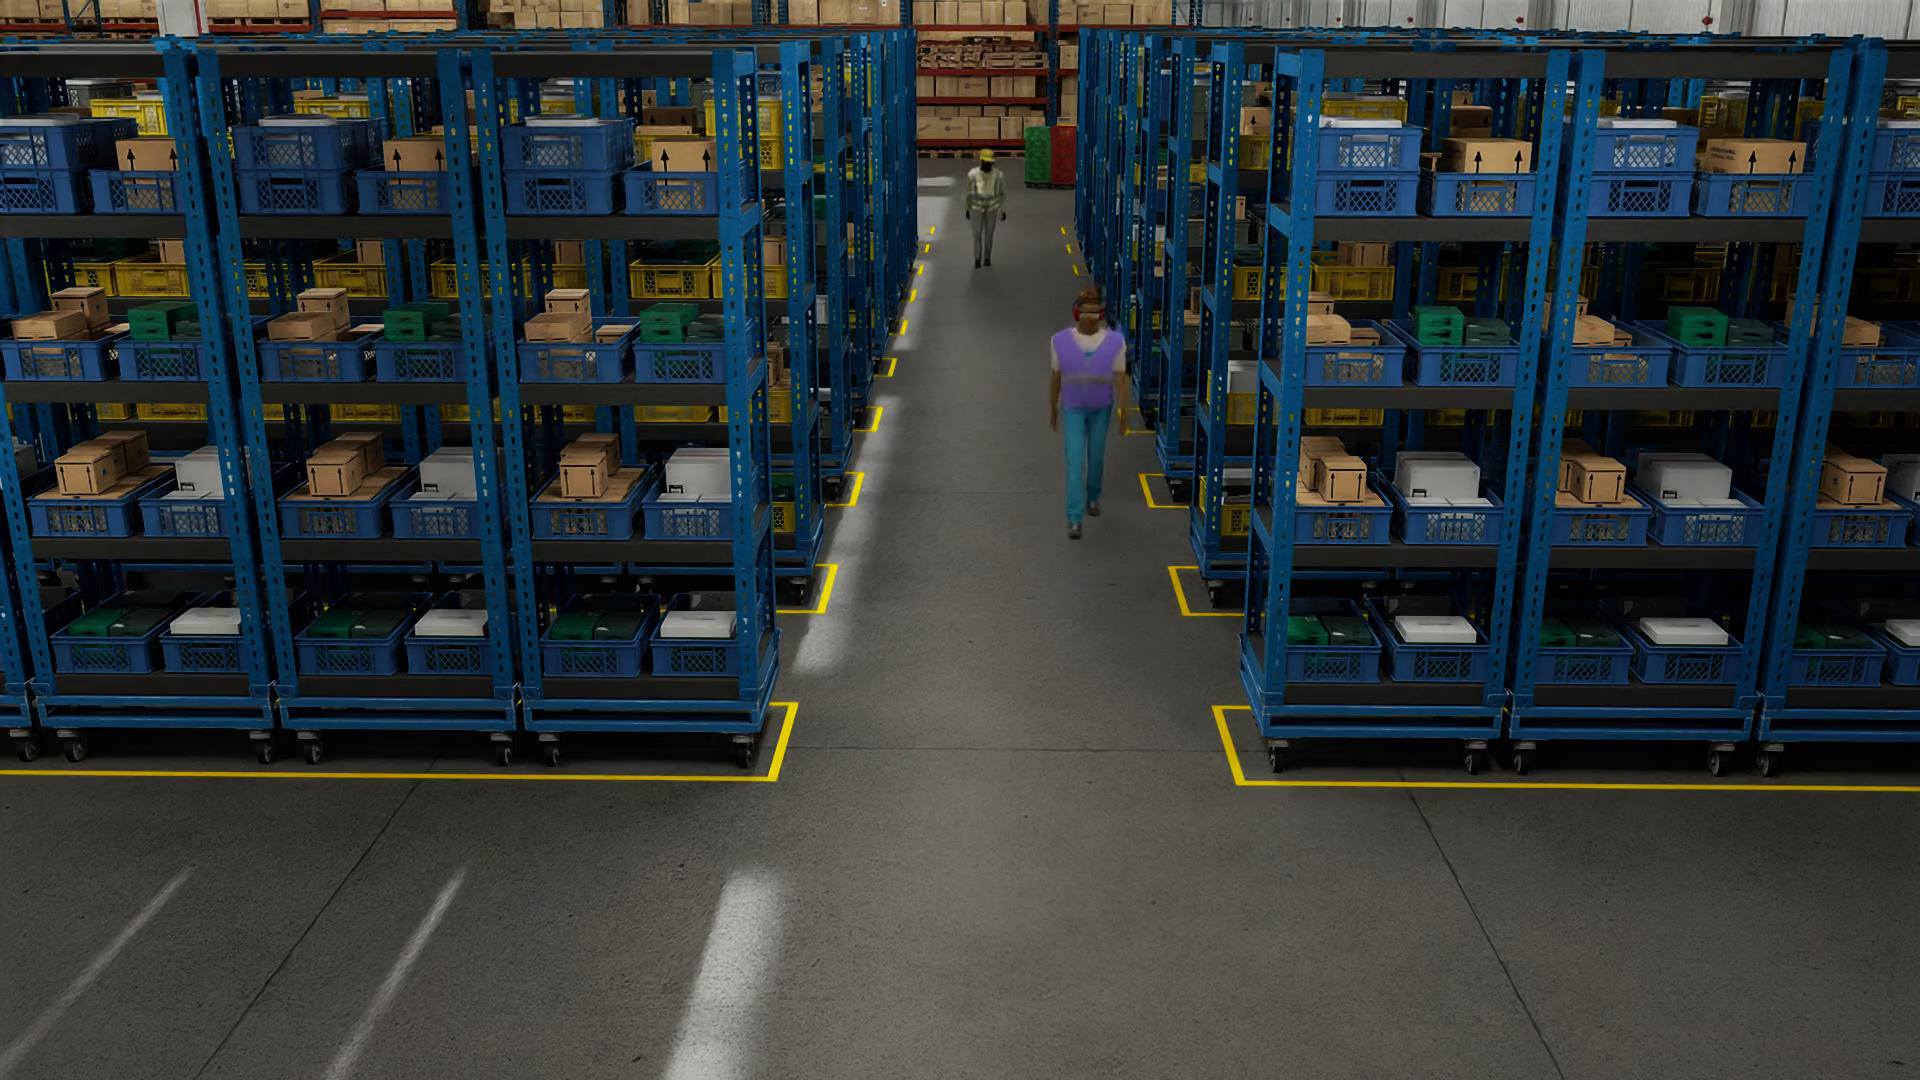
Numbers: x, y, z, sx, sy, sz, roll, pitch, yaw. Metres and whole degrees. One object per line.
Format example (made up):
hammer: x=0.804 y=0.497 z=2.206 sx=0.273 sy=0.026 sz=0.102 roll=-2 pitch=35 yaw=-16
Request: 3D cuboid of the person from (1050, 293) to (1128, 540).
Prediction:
person: x=0.965 y=-0.974 z=12.533 sx=0.583 sy=1.796 sz=0.948 roll=0 pitch=17 yaw=0

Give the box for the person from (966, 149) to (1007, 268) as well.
person: x=0.412 y=-5.100 z=25.650 sx=0.623 sy=1.802 sz=0.747 roll=-1 pitch=17 yaw=-4
